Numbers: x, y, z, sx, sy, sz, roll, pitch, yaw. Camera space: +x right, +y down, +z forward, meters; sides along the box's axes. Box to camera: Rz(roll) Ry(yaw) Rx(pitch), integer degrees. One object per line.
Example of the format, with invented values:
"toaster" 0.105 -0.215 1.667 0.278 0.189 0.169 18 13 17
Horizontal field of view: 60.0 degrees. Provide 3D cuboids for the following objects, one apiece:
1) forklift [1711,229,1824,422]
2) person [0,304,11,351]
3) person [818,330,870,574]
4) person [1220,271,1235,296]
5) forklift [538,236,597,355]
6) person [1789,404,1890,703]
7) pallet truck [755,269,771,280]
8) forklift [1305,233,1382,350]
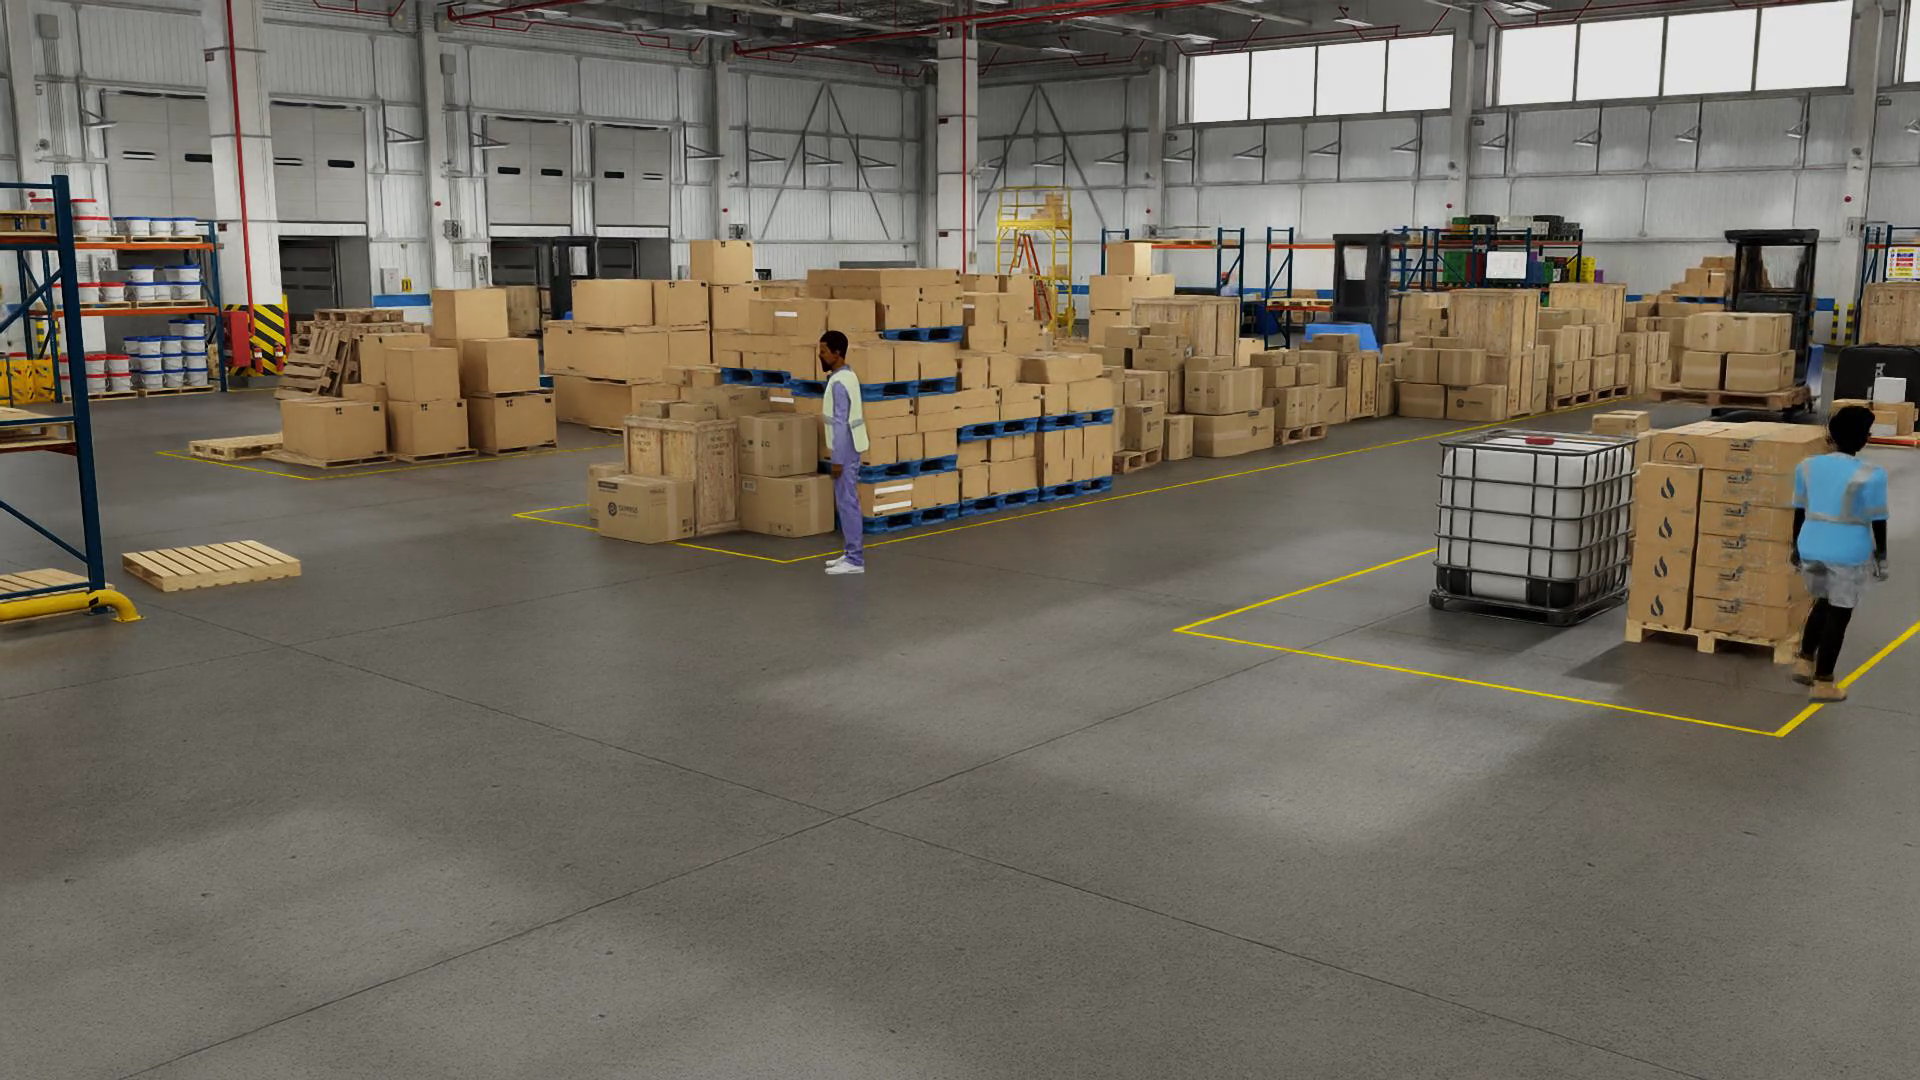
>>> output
"forklift" 12.226 -3.255 24.923 1.129 2.768 1.873 8 13 39
"person" -17.898 -3.768 30.842 0.578 1.843 0.986 0 10 0
"person" -0.910 -0.689 13.101 0.393 1.910 0.586 0 10 -1
"person" 7.228 -6.345 45.269 0.549 1.919 0.717 6 12 31
"forklift" -8.868 -5.681 38.740 1.873 2.768 1.129 8 13 40
"person" 4.950 0.081 9.335 0.427 1.687 0.538 -4 11 -23
"pallet truck" -4.996 -6.432 45.525 1.885 1.965 0.823 -6 12 -32
"forklift" 7.684 -4.573 32.429 1.873 2.768 1.129 -9 14 -42
